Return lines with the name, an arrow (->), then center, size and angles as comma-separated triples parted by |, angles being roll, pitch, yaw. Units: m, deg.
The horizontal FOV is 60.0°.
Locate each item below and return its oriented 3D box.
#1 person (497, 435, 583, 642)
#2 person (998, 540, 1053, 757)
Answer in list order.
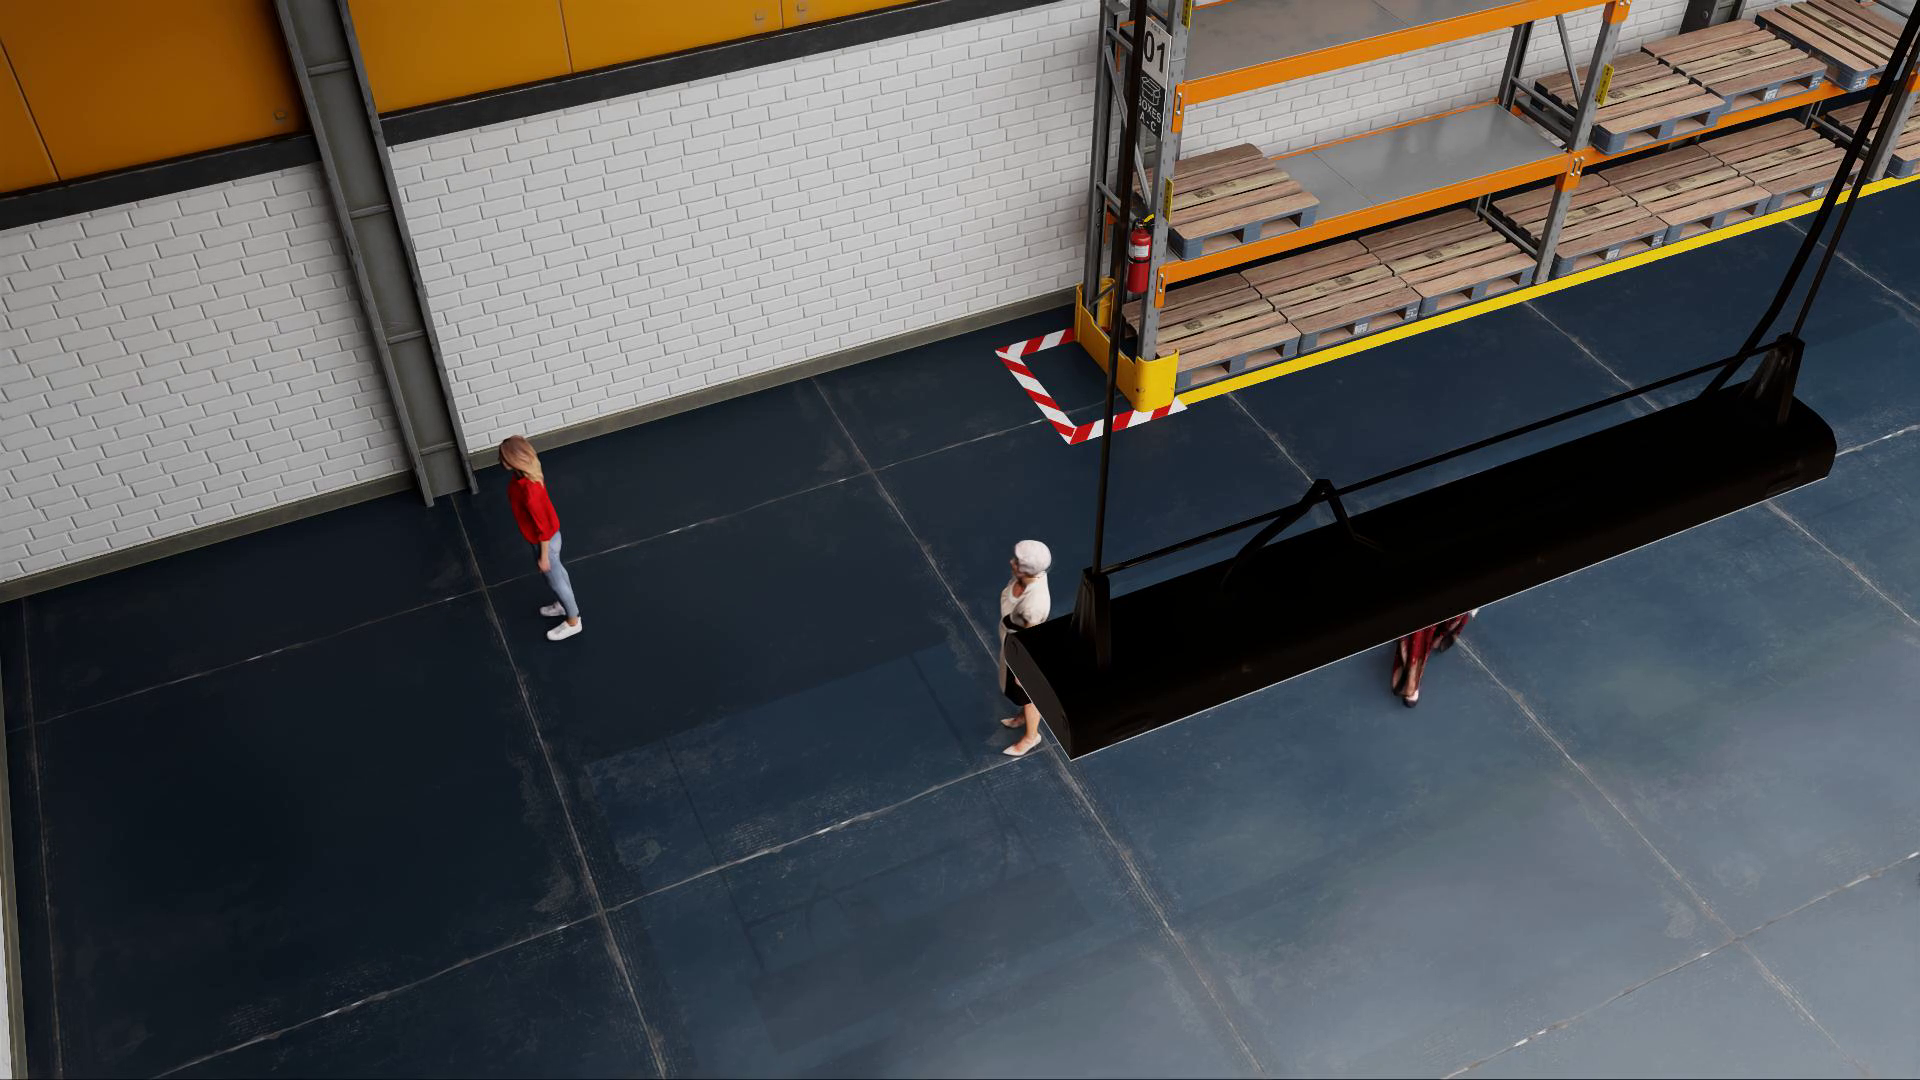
person -> -2.770, -0.017, 11.024 | 0.532, 1.703, 0.637 | -14, 45, -14
person -> 0.412, 0.667, 10.268 | 0.678, 1.756, 0.707 | 0, 44, 0
